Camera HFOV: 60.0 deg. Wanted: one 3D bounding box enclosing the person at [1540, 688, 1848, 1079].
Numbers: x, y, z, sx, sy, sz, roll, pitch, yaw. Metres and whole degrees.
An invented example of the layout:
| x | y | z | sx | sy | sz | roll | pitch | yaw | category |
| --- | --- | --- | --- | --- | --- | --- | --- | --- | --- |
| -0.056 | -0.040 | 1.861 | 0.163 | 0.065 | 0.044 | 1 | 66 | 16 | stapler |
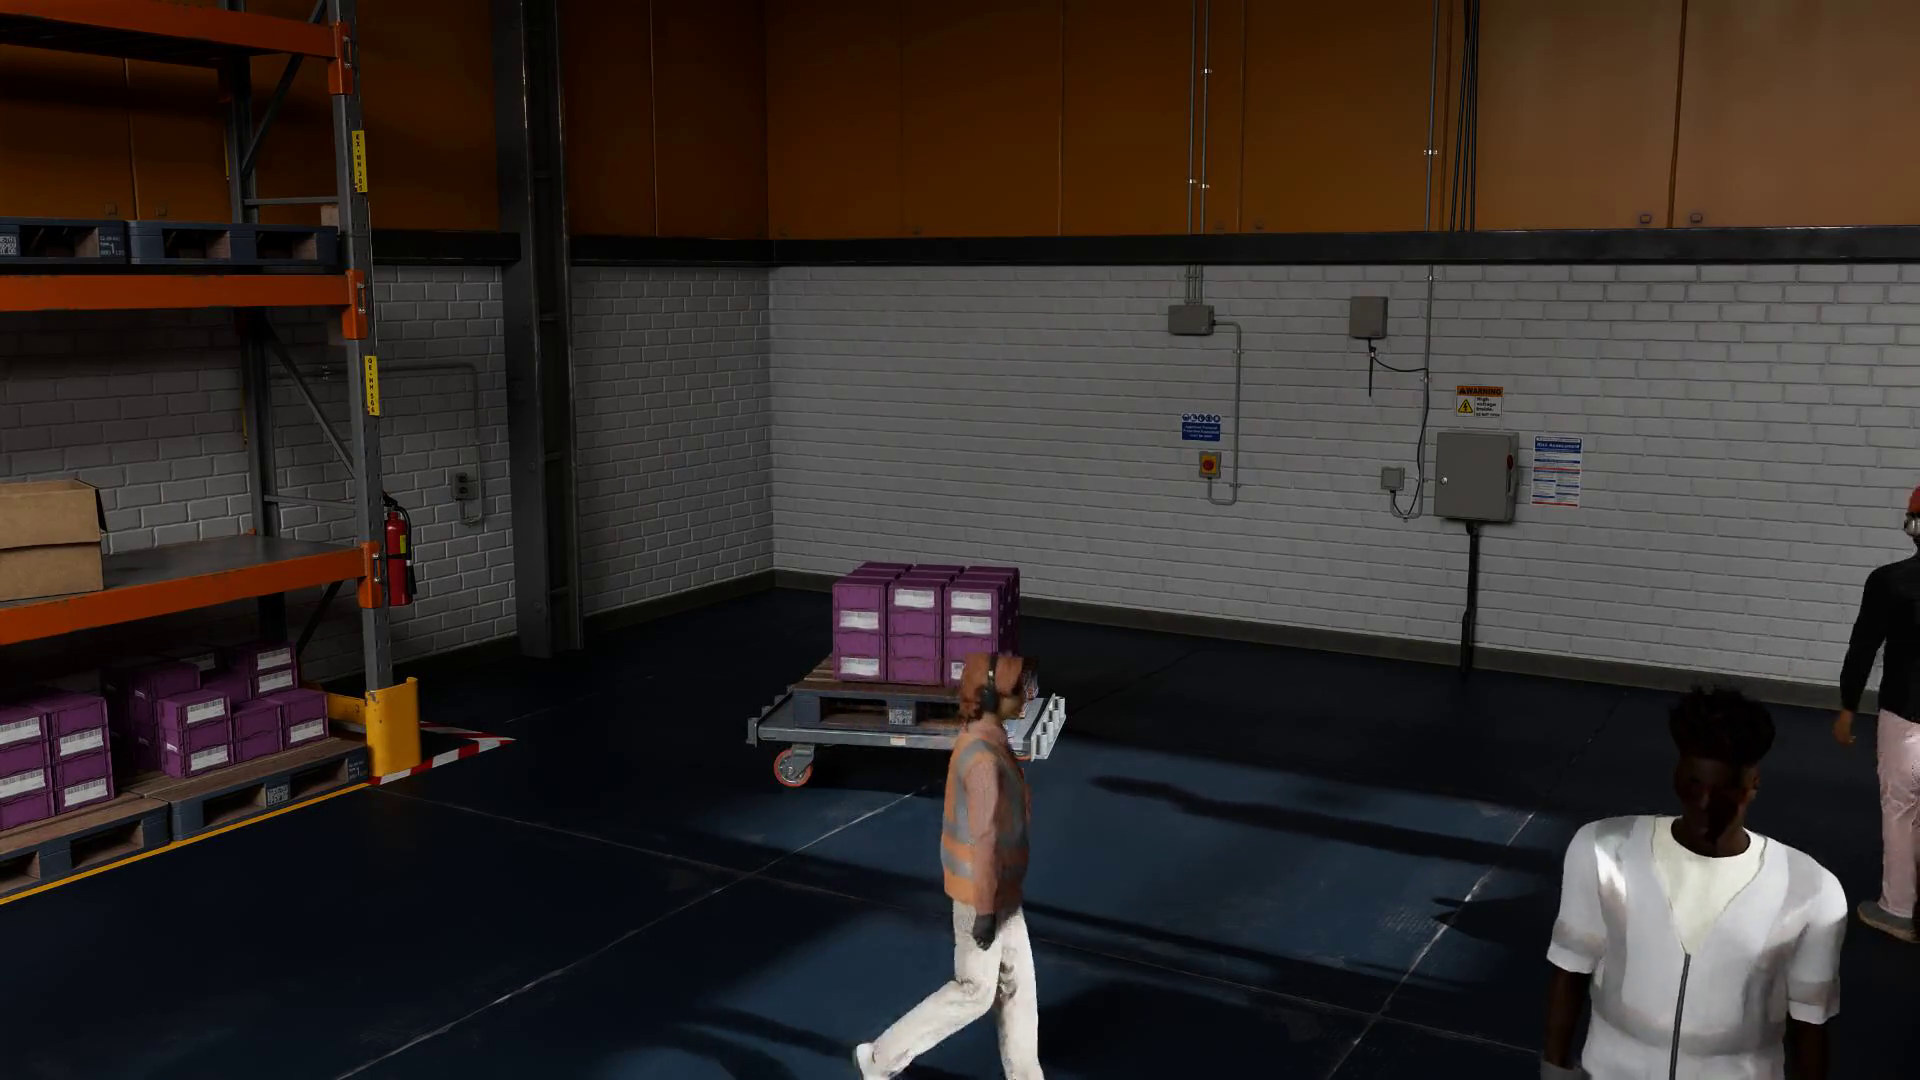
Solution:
| x | y | z | sx | sy | sz | roll | pitch | yaw | category |
| --- | --- | --- | --- | --- | --- | --- | --- | --- | --- |
| 1.701 | 1.260 | 3.910 | 0.622 | 1.940 | 0.896 | 5 | 11 | 30 | person |

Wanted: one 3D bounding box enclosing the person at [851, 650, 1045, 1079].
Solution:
| x | y | z | sx | sy | sz | roll | pitch | yaw | category |
| --- | --- | --- | --- | --- | --- | --- | --- | --- | --- |
| 0.022 | 1.156 | 5.539 | 0.705 | 1.617 | 0.525 | 0 | 9 | 2 | person |

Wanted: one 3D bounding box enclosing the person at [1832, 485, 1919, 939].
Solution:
| x | y | z | sx | sy | sz | roll | pitch | yaw | category |
| --- | --- | --- | --- | --- | --- | --- | --- | --- | --- |
| 4.137 | 0.720 | 7.149 | 0.661 | 1.962 | 0.480 | 0 | 9 | -3 | person |
